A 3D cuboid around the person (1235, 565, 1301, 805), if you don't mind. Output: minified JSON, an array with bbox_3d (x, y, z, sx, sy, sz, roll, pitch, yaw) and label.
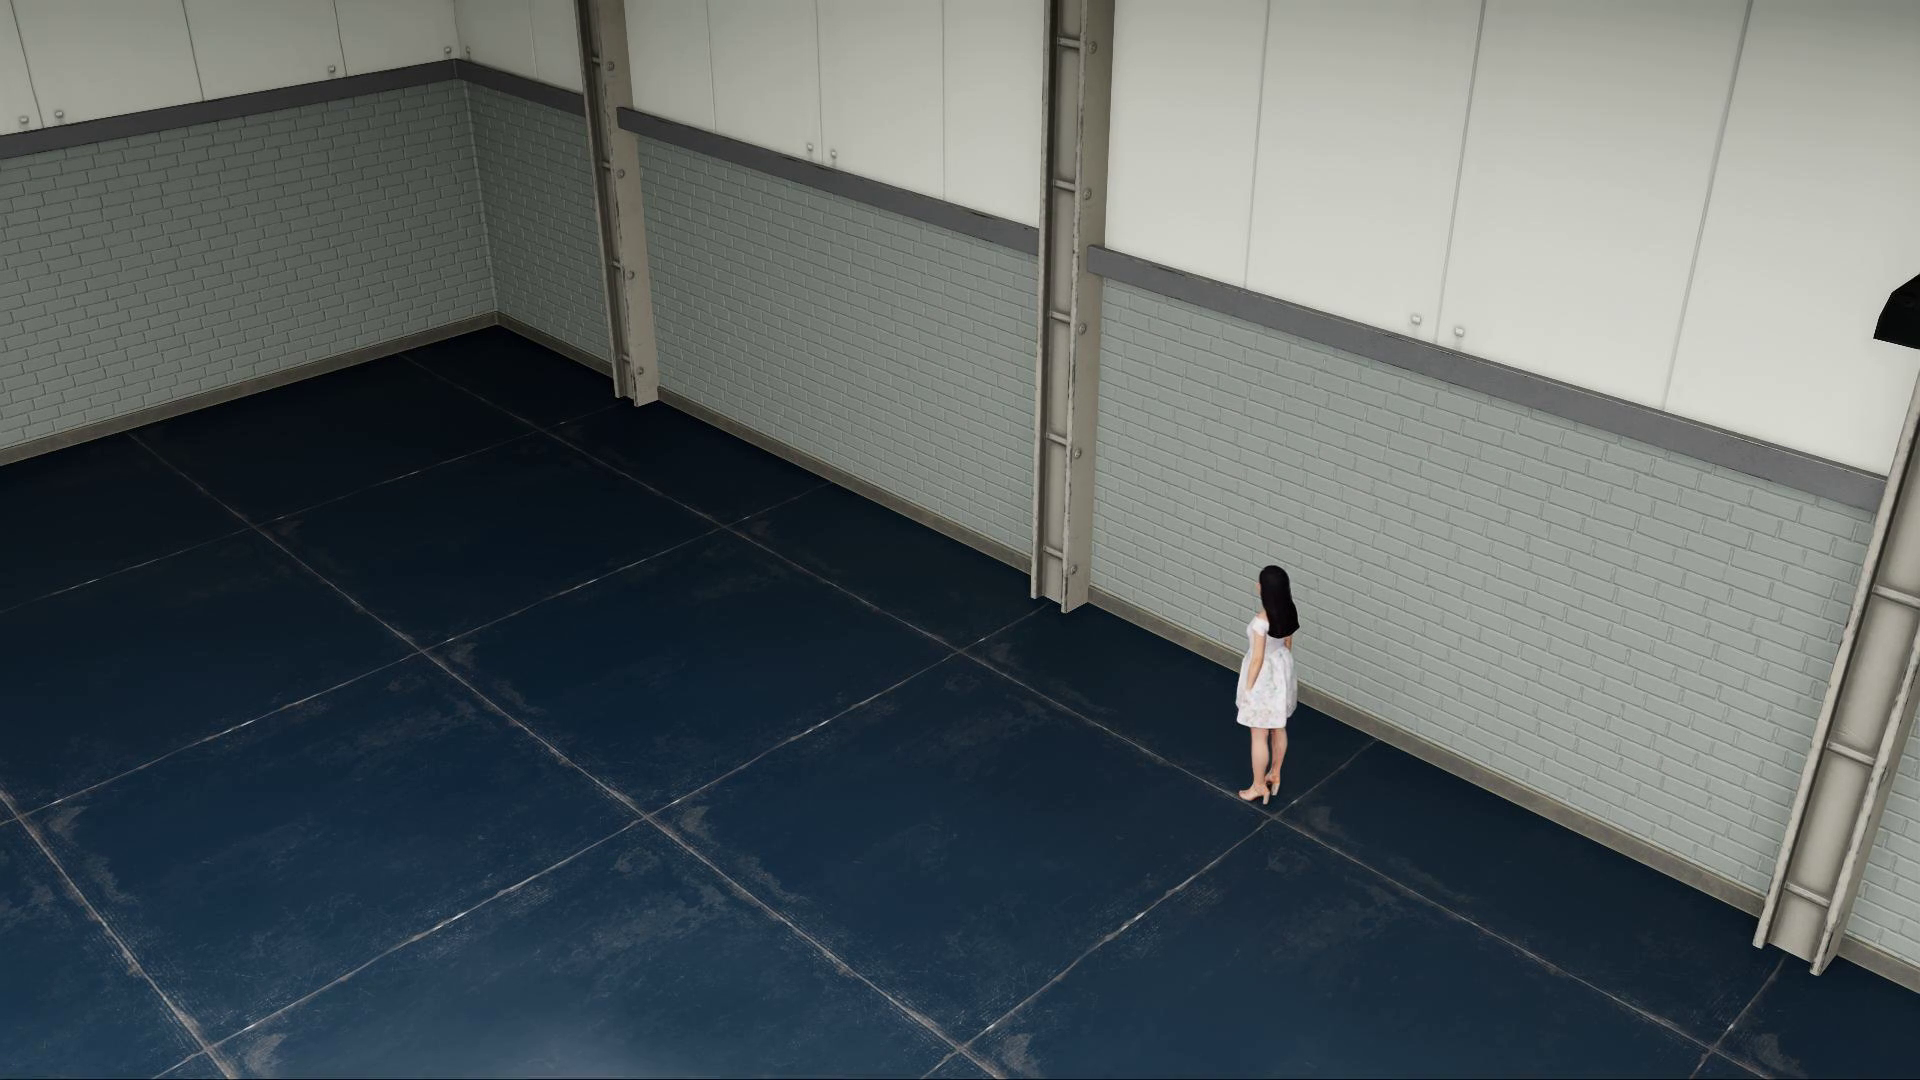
[{"bbox_3d":[2.042,0.962,11.061,0.652,1.773,0.637,-23,36,-36],"label":"person"}]
